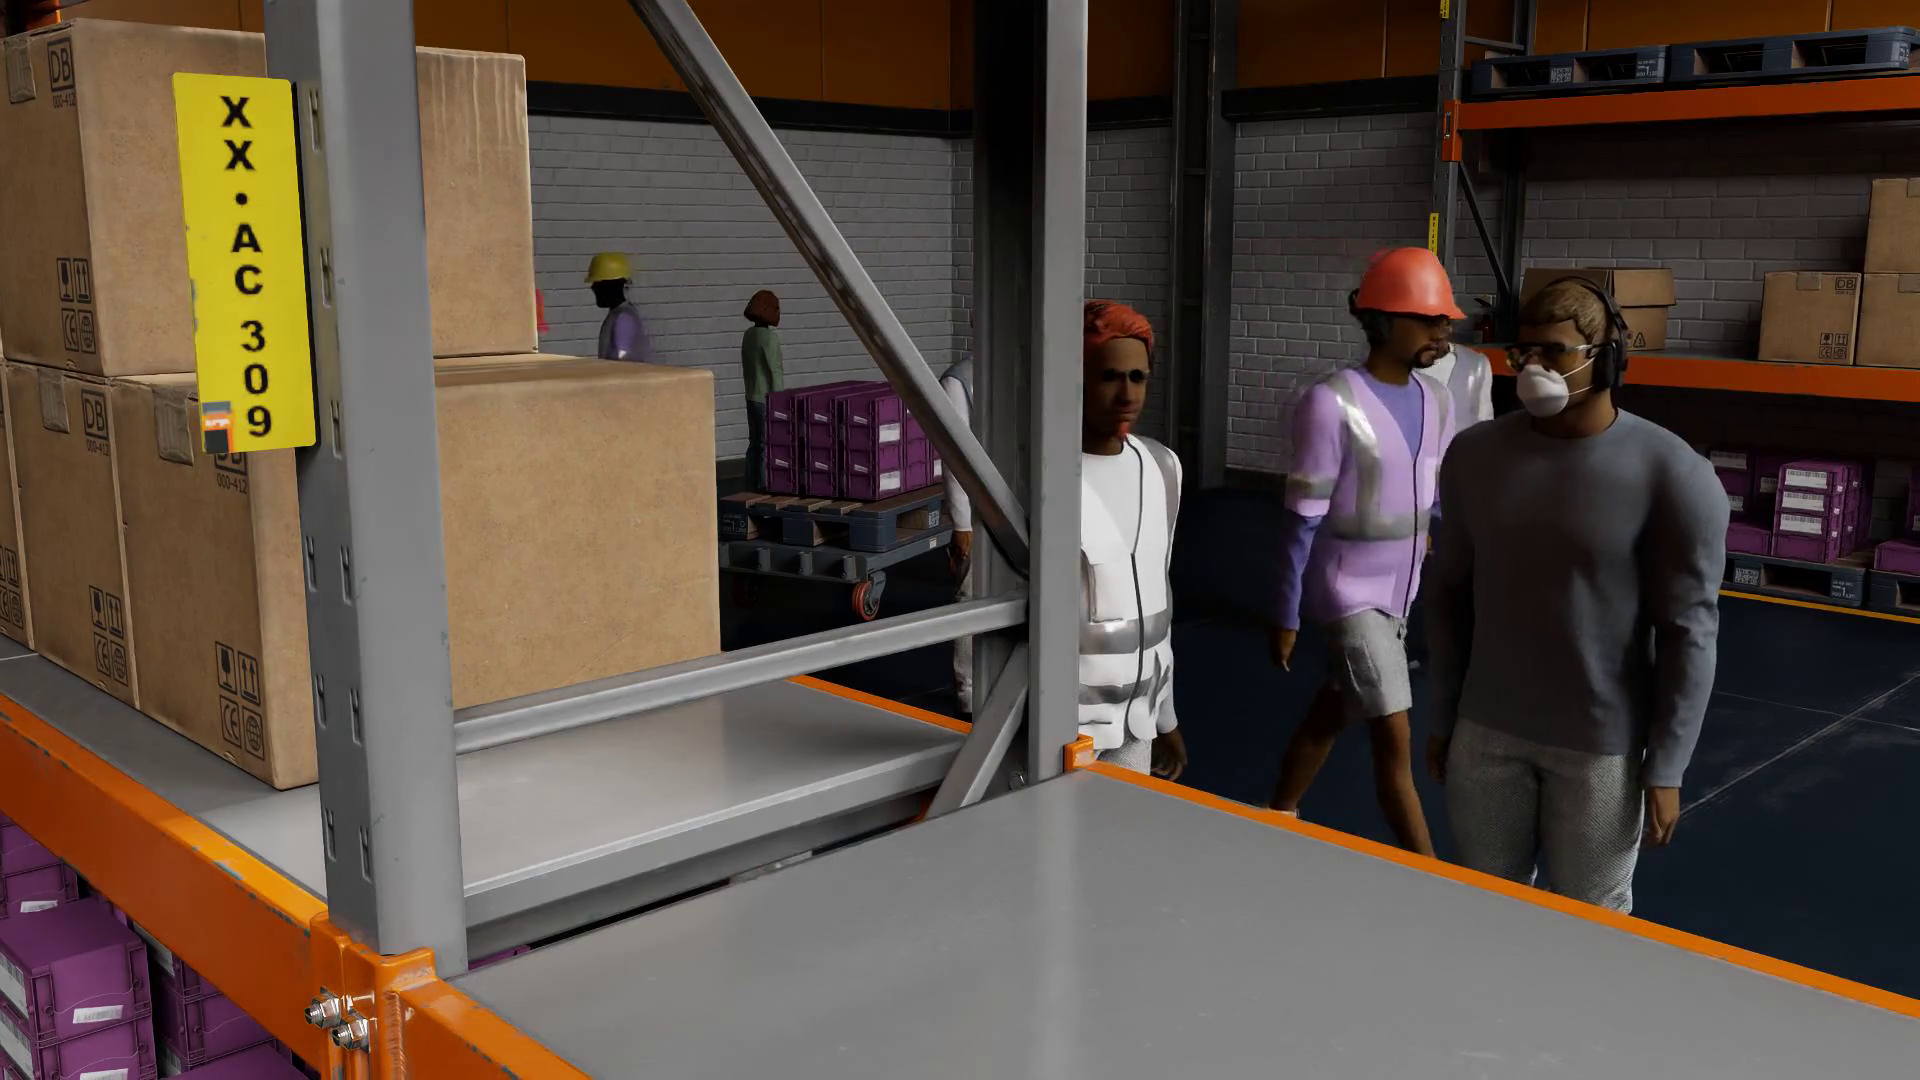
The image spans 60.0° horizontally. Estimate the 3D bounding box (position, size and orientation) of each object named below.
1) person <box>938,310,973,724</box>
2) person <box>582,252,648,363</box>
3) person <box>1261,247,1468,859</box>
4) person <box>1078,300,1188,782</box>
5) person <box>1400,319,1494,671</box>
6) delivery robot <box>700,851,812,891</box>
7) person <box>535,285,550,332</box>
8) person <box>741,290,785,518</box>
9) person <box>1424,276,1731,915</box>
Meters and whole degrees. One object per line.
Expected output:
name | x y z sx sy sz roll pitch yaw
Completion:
person | 0.151 -0.117 6.779 0.403 1.823 0.588 7 13 34
person | -2.208 -0.890 10.721 0.402 1.913 0.622 -2 11 -13
person | 1.245 0.156 4.857 0.629 1.980 1.062 -9 14 -41
person | 0.281 0.417 3.698 0.583 1.882 0.337 -9 14 -41
person | 2.198 -0.278 7.766 0.603 1.792 0.546 0 10 2
delivery robot | -0.772 0.811 4.913 0.707 0.478 0.477 8 13 37
person | -1.771 -0.078 6.413 0.939 1.873 0.570 6 12 31
person | -1.397 -0.970 11.948 0.289 1.633 0.498 -7 12 -33
person | 1.257 0.421 3.525 0.376 1.940 0.629 -9 14 -40
